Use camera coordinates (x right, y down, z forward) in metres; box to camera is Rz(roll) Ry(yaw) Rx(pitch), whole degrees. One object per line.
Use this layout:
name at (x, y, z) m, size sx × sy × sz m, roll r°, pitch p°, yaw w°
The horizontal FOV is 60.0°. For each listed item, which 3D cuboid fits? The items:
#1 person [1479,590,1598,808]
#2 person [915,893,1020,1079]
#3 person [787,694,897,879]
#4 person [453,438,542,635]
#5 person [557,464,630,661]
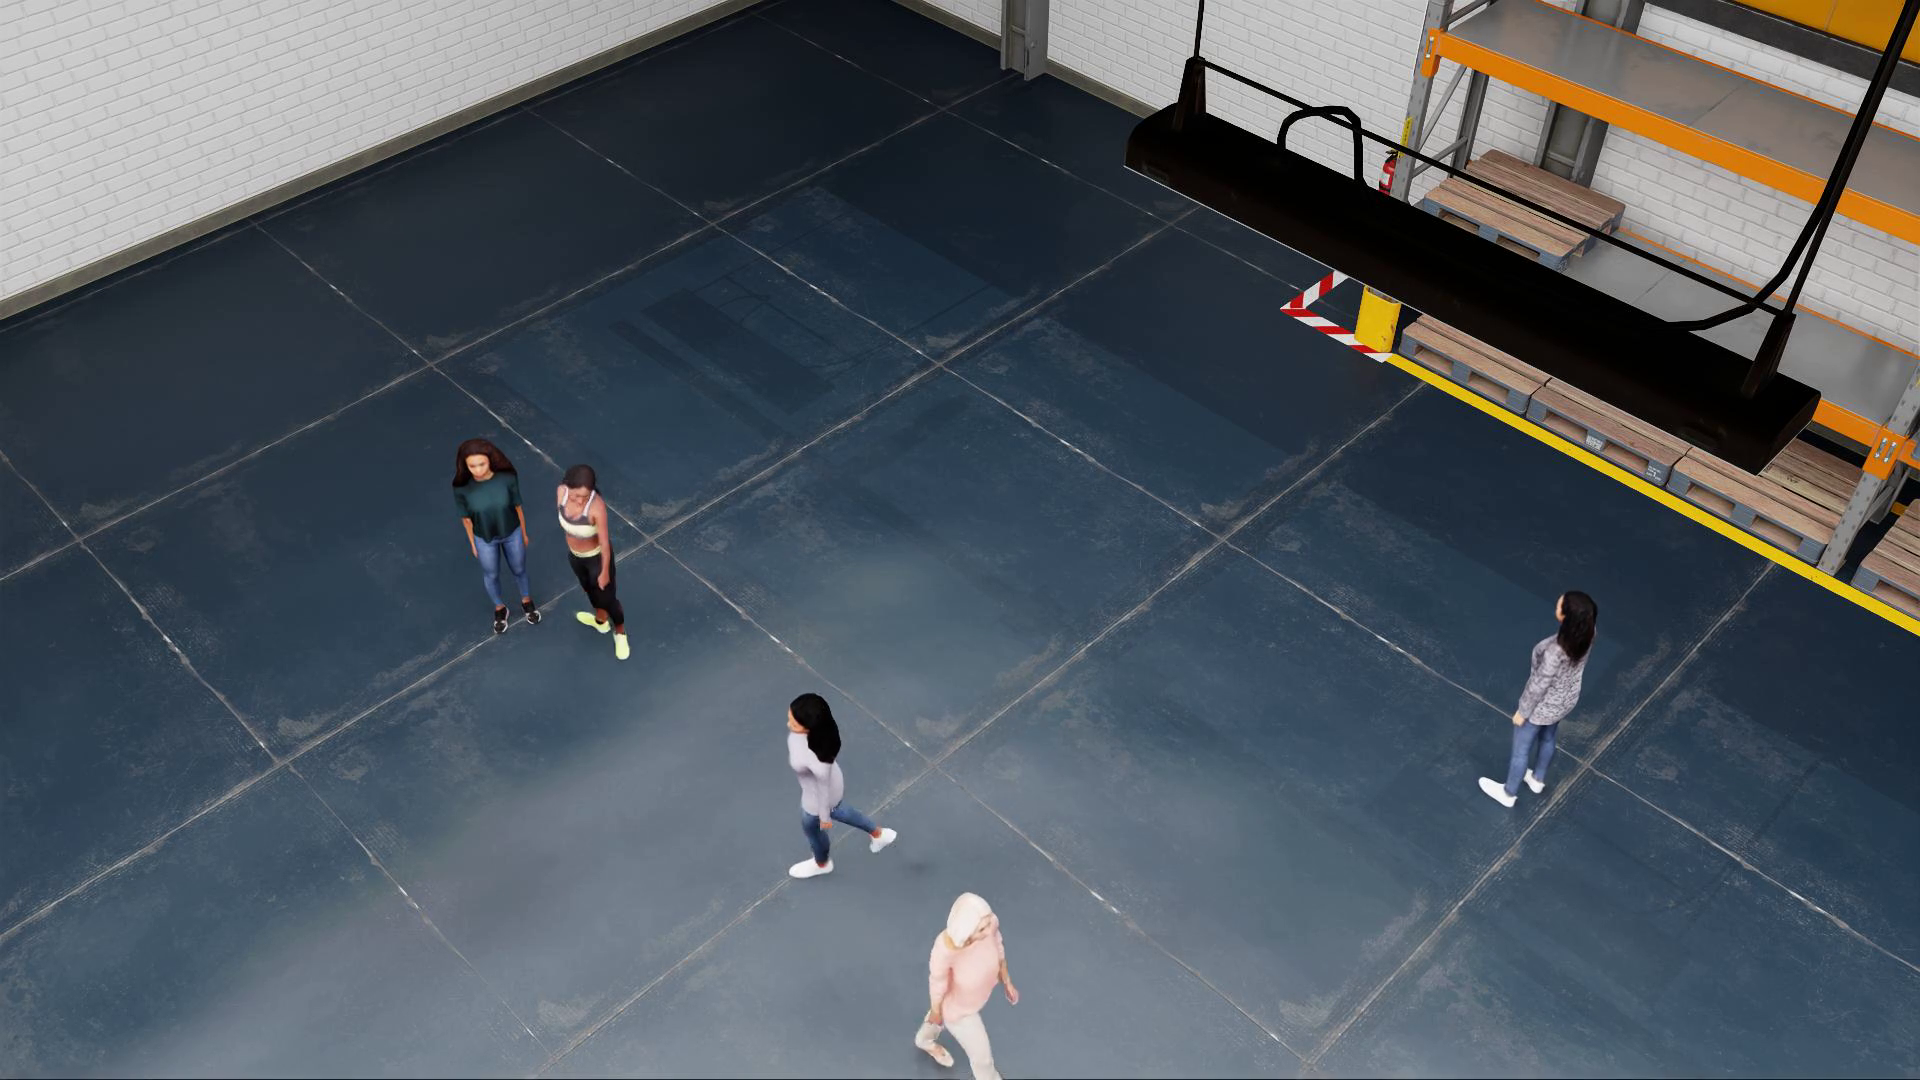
person at (3.565, 0.965, 10.058) m, size 0.642 × 1.732 × 0.581 m, roll -27°, pitch 50°, yaw -25°
person at (-0.046, 2.317, 8.678) m, size 1.128 × 1.678 × 0.711 m, roll 27°, pitch 50°, yaw 25°
person at (-0.701, 1.439, 9.577) m, size 1.007 × 1.709 × 0.971 m, roll -2°, pitch 44°, yaw -2°
person at (-3.117, -0.048, 11.206) m, size 0.692 × 1.616 × 0.718 m, roll -13°, pitch 45°, yaw -13°
person at (-2.453, 0.065, 11.005) m, size 0.840 × 1.730 × 0.531 m, roll -33°, pitch 52°, yaw -29°
